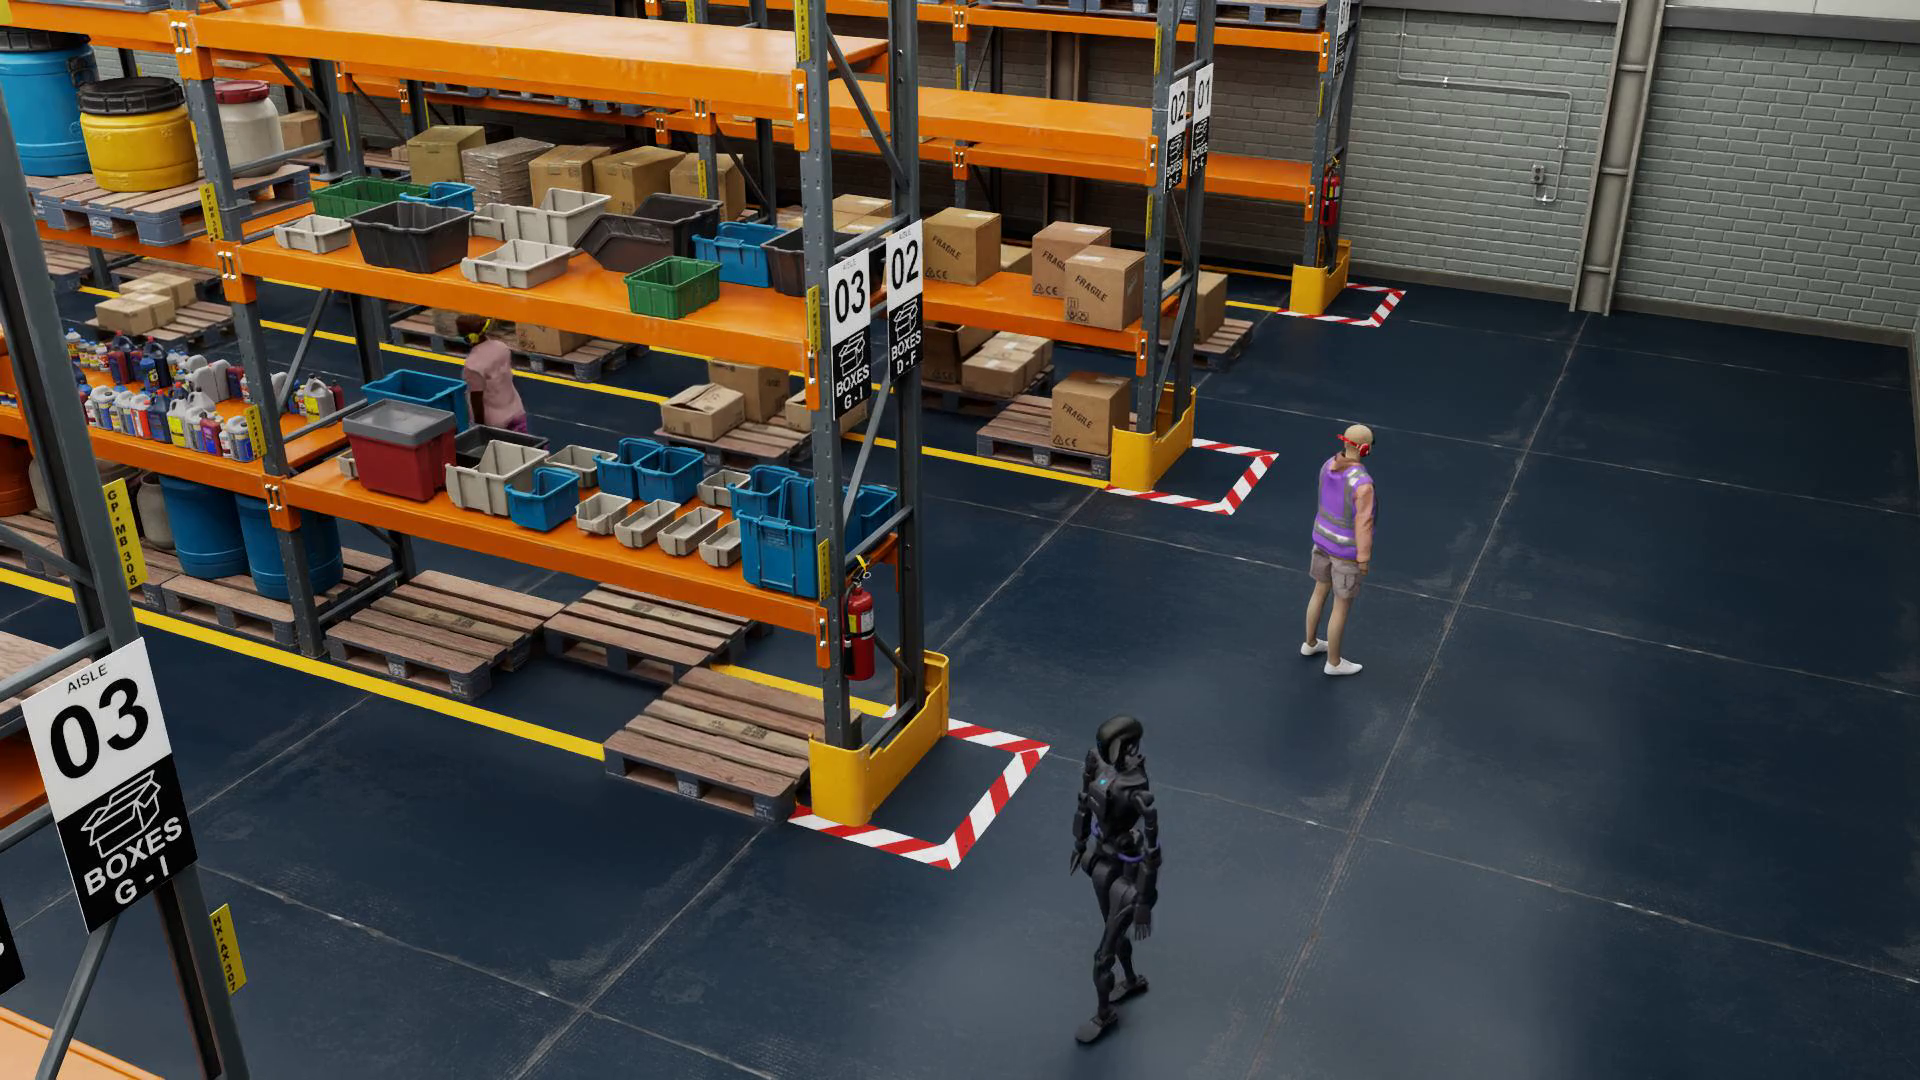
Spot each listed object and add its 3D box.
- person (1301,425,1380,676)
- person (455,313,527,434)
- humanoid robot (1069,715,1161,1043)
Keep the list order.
[{"bbox_3d":[2.425,0.058,10.587,0.348,1.688,0.491,-11,28,-21],"label":"person"},{"bbox_3d":[-3.414,-0.889,12.426,0.891,1.750,0.523,15,30,28],"label":"person"},{"bbox_3d":[0.693,1.516,7.650,0.586,1.642,0.609,-16,30,-29],"label":"humanoid robot"}]
